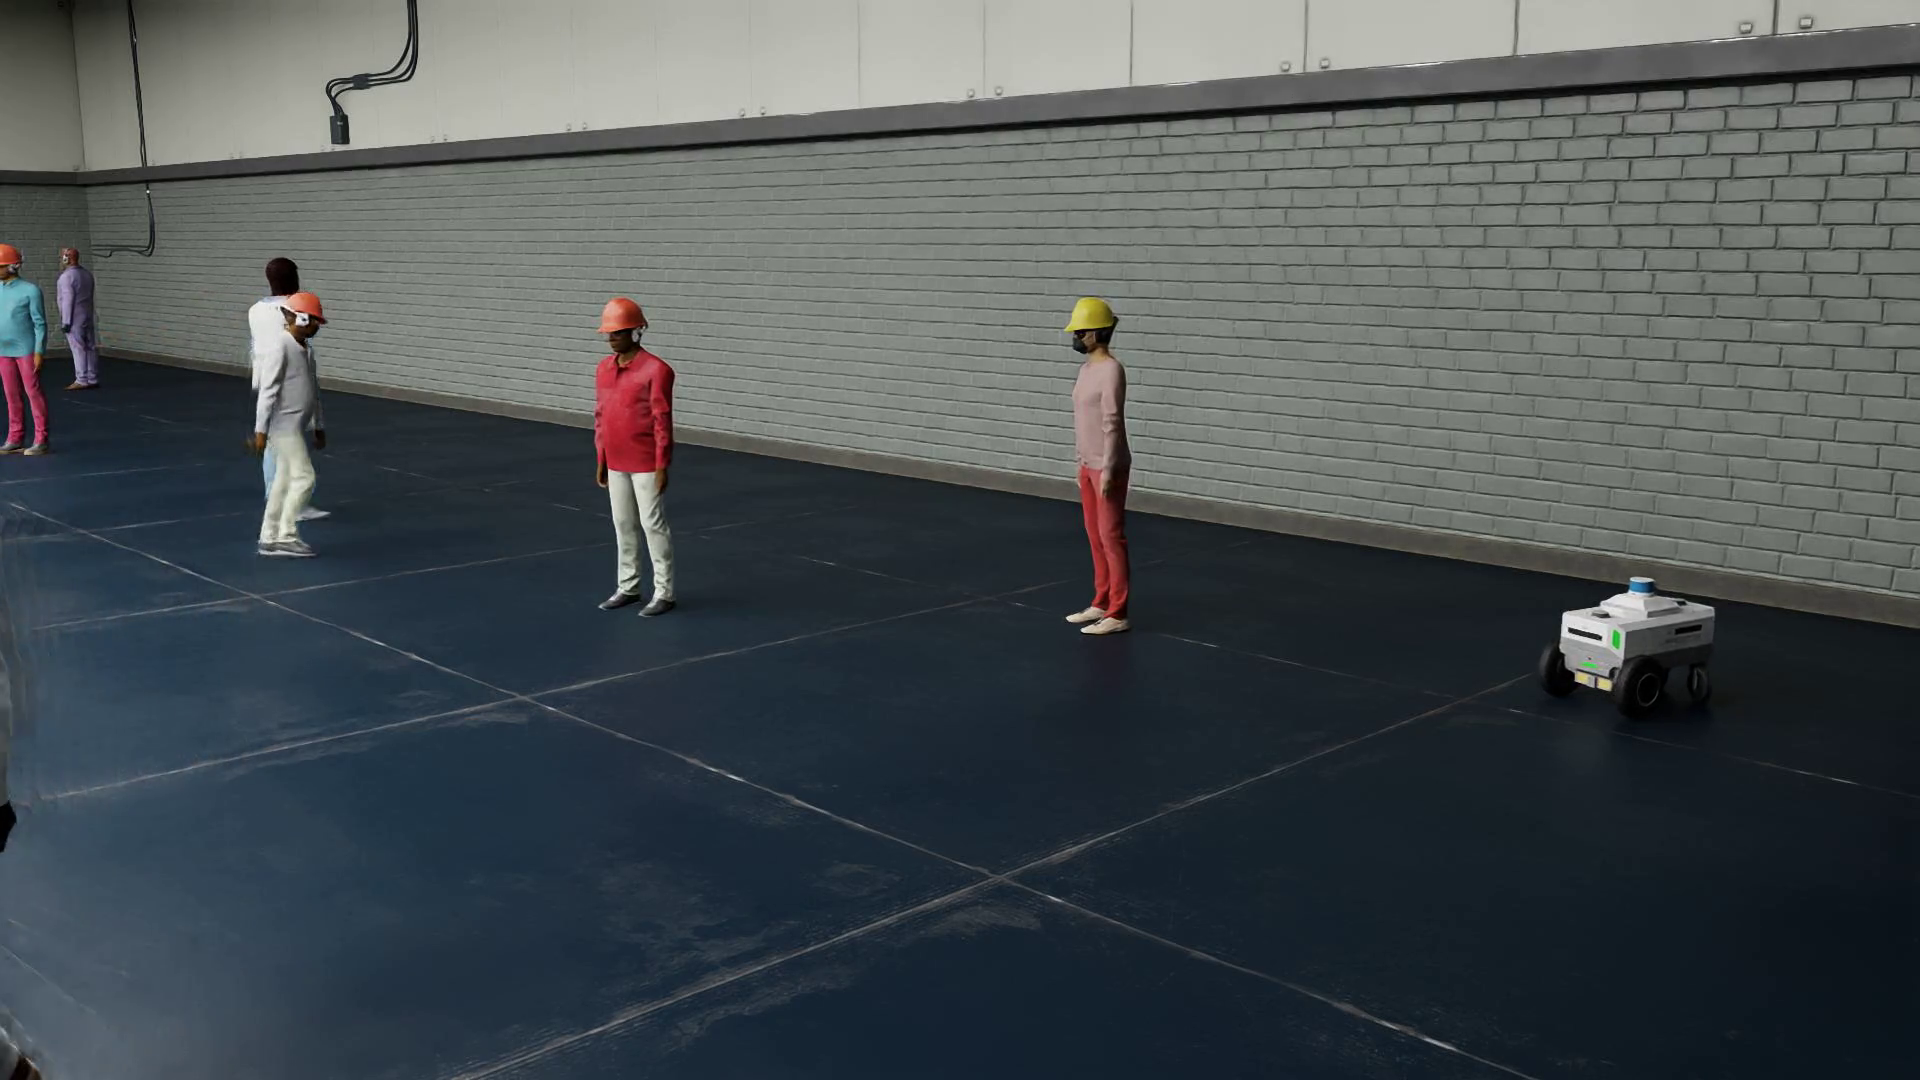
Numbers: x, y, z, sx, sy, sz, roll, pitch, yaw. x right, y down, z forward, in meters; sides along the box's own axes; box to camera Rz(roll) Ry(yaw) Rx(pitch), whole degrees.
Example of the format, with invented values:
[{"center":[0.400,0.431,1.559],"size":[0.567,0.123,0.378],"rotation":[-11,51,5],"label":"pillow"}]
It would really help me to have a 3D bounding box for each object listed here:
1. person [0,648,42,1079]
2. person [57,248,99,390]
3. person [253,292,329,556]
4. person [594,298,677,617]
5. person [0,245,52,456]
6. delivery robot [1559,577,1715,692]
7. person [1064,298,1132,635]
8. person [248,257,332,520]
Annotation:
[{"center":[-2.320,0.511,3.539],"size":[0.584,1.870,0.422],"rotation":[4,11,20],"label":"person"},{"center":[-11.963,-2.988,22.499],"size":[0.405,1.911,0.636],"rotation":[1,10,3],"label":"person"},{"center":[-4.336,-0.738,10.754],"size":[0.564,1.709,0.581],"rotation":[-1,10,-6],"label":"person"},{"center":[-1.806,-0.449,9.112],"size":[0.563,1.742,0.352],"rotation":[8,13,36],"label":"person"},{"center":[-8.927,-1.786,15.733],"size":[0.608,1.987,0.391],"rotation":[3,11,16],"label":"person"},{"center":[3.024,0.408,7.417],"size":[0.707,0.478,0.477],"rotation":[-6,12,-30],"label":"delivery robot"},{"center":[0.709,-0.384,8.716],"size":[0.349,1.756,0.518],"rotation":[-3,11,-15],"label":"person"},{"center":[-4.939,-1.094,12.150],"size":[0.592,1.916,0.376],"rotation":[7,12,32],"label":"person"}]
